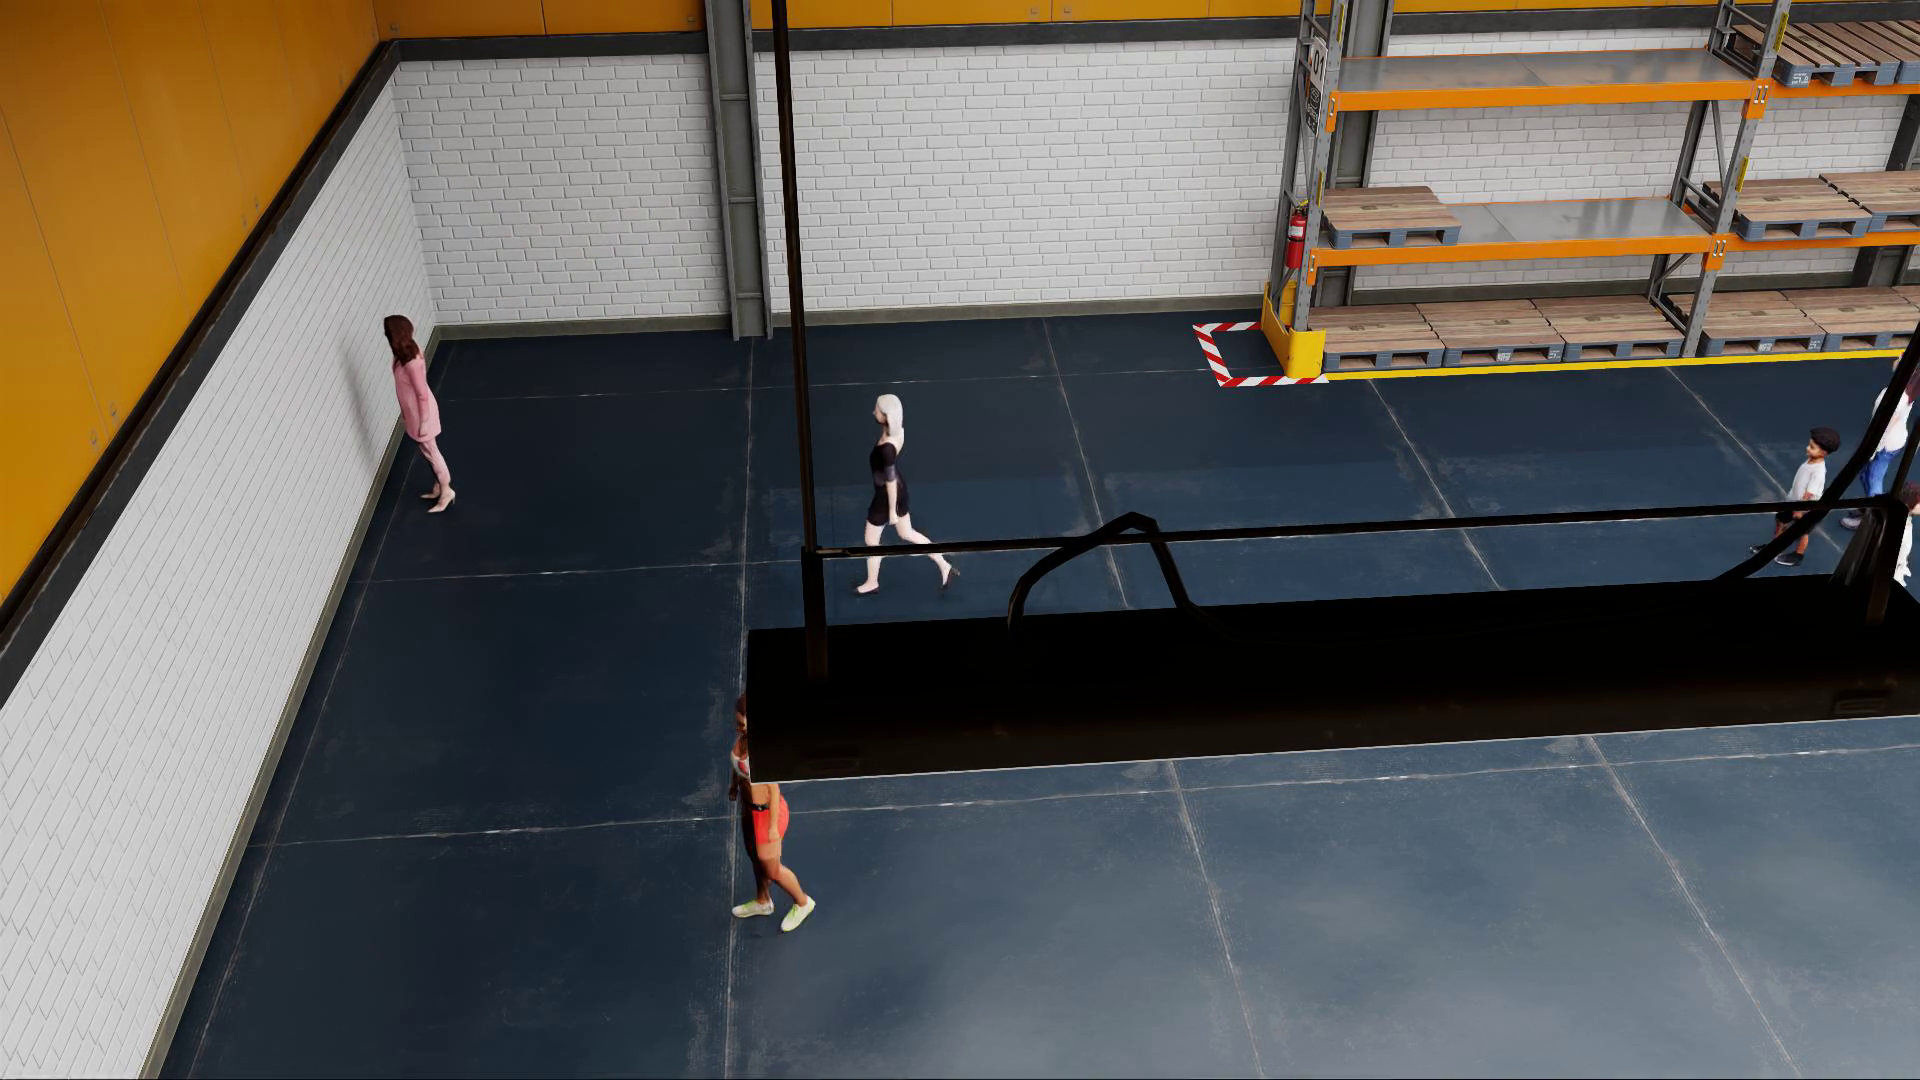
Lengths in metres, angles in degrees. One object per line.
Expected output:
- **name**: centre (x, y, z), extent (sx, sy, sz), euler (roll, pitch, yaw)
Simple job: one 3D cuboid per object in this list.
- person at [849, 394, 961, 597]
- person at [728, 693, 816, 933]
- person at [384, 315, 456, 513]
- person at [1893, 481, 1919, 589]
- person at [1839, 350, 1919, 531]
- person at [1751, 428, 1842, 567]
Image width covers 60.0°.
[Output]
- **person**: centre (-0.429, -0.300, 12.660), extent (1.165, 1.801, 0.805), euler (7, 34, 10)
- **person**: centre (-1.154, 1.592, 9.825), extent (0.819, 1.787, 0.763), euler (-12, 35, -17)
- **person**: centre (-4.475, -1.059, 13.802), extent (0.650, 1.801, 0.688), euler (-15, 37, -22)
- **person**: centre (6.603, 0.227, 12.126), extent (1.071, 1.513, 0.792), euler (10, 35, 15)
- **person**: centre (7.580, -0.753, 13.456), extent (0.775, 1.673, 0.731), euler (21, 39, 28)
- **person**: centre (6.780, -0.330, 13.205), extent (0.674, 1.247, 0.592), euler (6, 34, 9)
